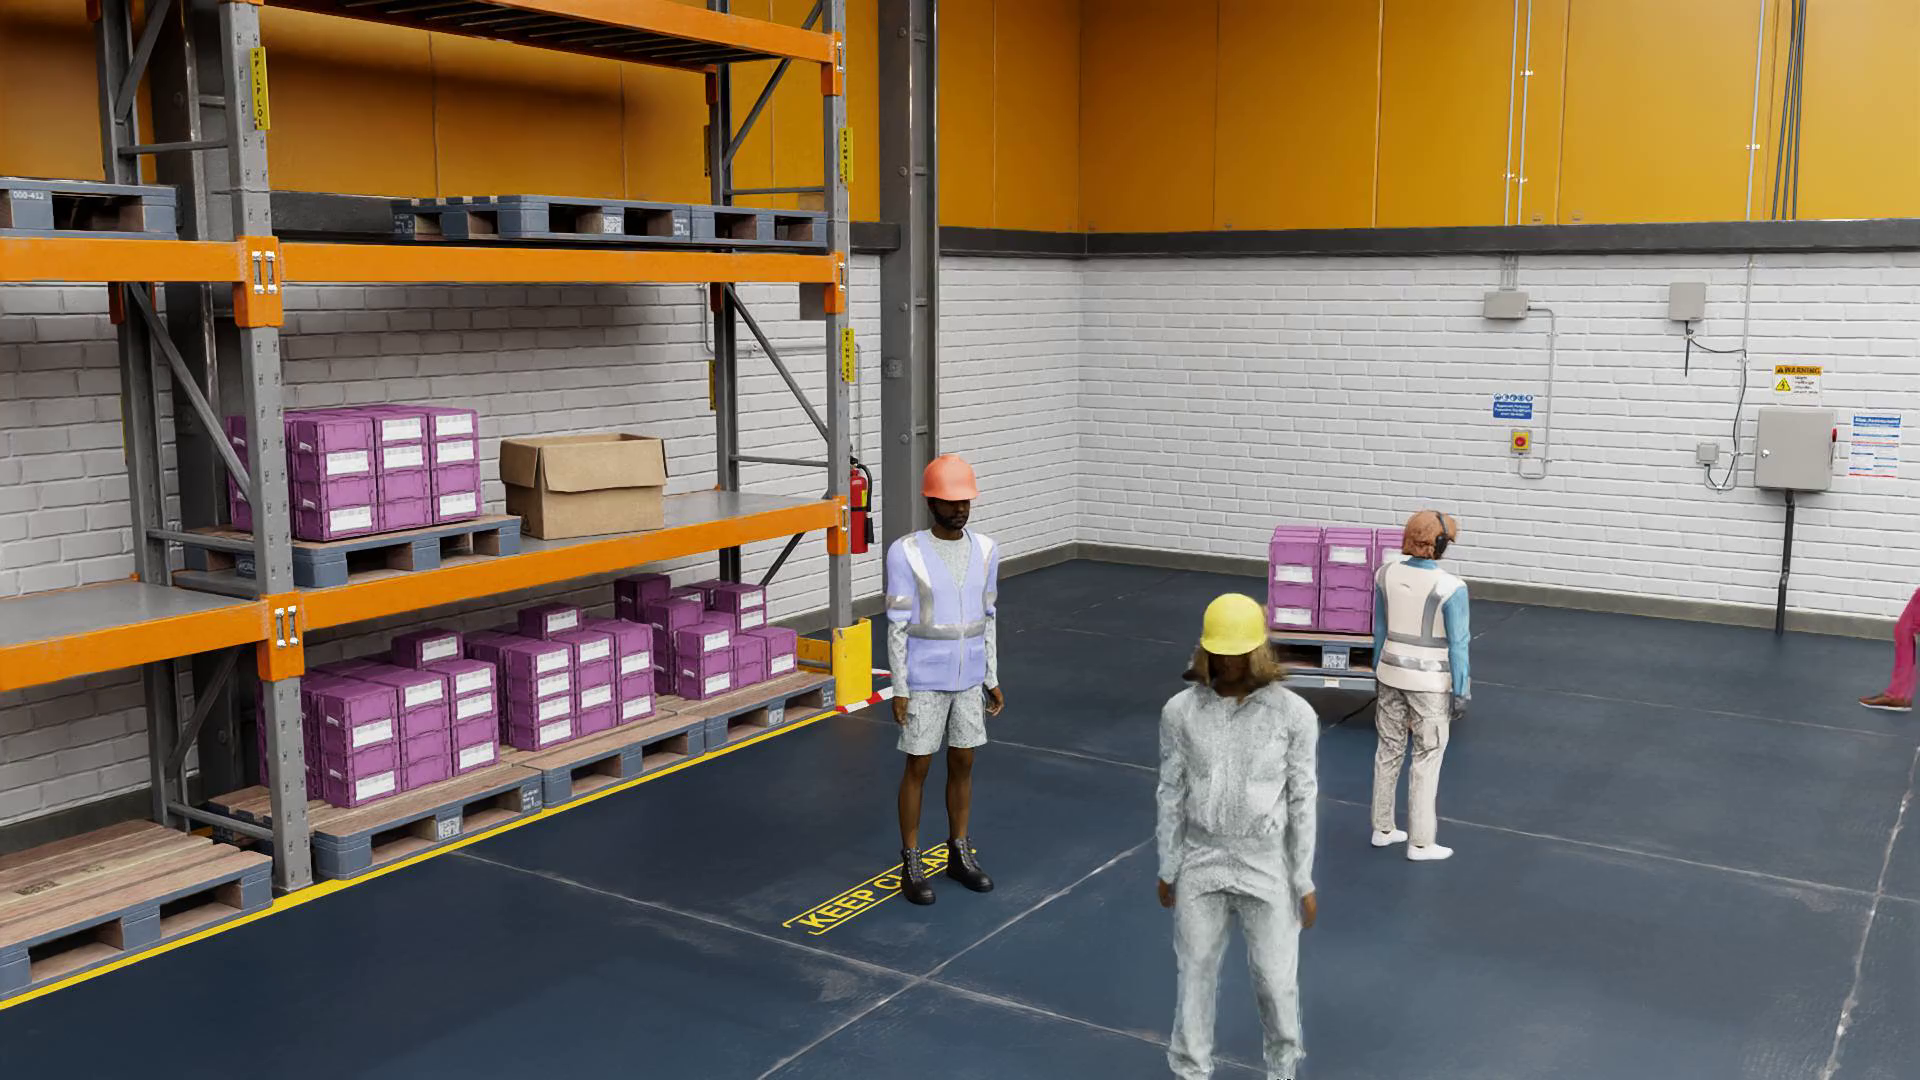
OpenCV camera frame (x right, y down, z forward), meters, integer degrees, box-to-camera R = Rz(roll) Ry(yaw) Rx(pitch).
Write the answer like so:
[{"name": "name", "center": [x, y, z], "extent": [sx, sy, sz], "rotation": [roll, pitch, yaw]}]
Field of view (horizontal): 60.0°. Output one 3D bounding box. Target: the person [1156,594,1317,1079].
[{"name": "person", "center": [0.858, 1.009, 5.185], "extent": [0.506, 1.731, 0.464], "rotation": [3, 9, 20]}]

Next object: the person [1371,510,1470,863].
[{"name": "person", "center": [2.106, 0.672, 7.681], "extent": [0.314, 1.632, 0.525], "rotation": [-6, 11, -36]}]

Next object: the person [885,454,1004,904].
[{"name": "person", "center": [-0.053, 0.592, 7.198], "extent": [0.542, 1.939, 0.362], "rotation": [-5, 10, -29]}]

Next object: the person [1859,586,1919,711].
[{"name": "person", "center": [5.857, 0.305, 10.134], "extent": [0.694, 1.607, 0.519], "rotation": [3, 9, 19]}]
